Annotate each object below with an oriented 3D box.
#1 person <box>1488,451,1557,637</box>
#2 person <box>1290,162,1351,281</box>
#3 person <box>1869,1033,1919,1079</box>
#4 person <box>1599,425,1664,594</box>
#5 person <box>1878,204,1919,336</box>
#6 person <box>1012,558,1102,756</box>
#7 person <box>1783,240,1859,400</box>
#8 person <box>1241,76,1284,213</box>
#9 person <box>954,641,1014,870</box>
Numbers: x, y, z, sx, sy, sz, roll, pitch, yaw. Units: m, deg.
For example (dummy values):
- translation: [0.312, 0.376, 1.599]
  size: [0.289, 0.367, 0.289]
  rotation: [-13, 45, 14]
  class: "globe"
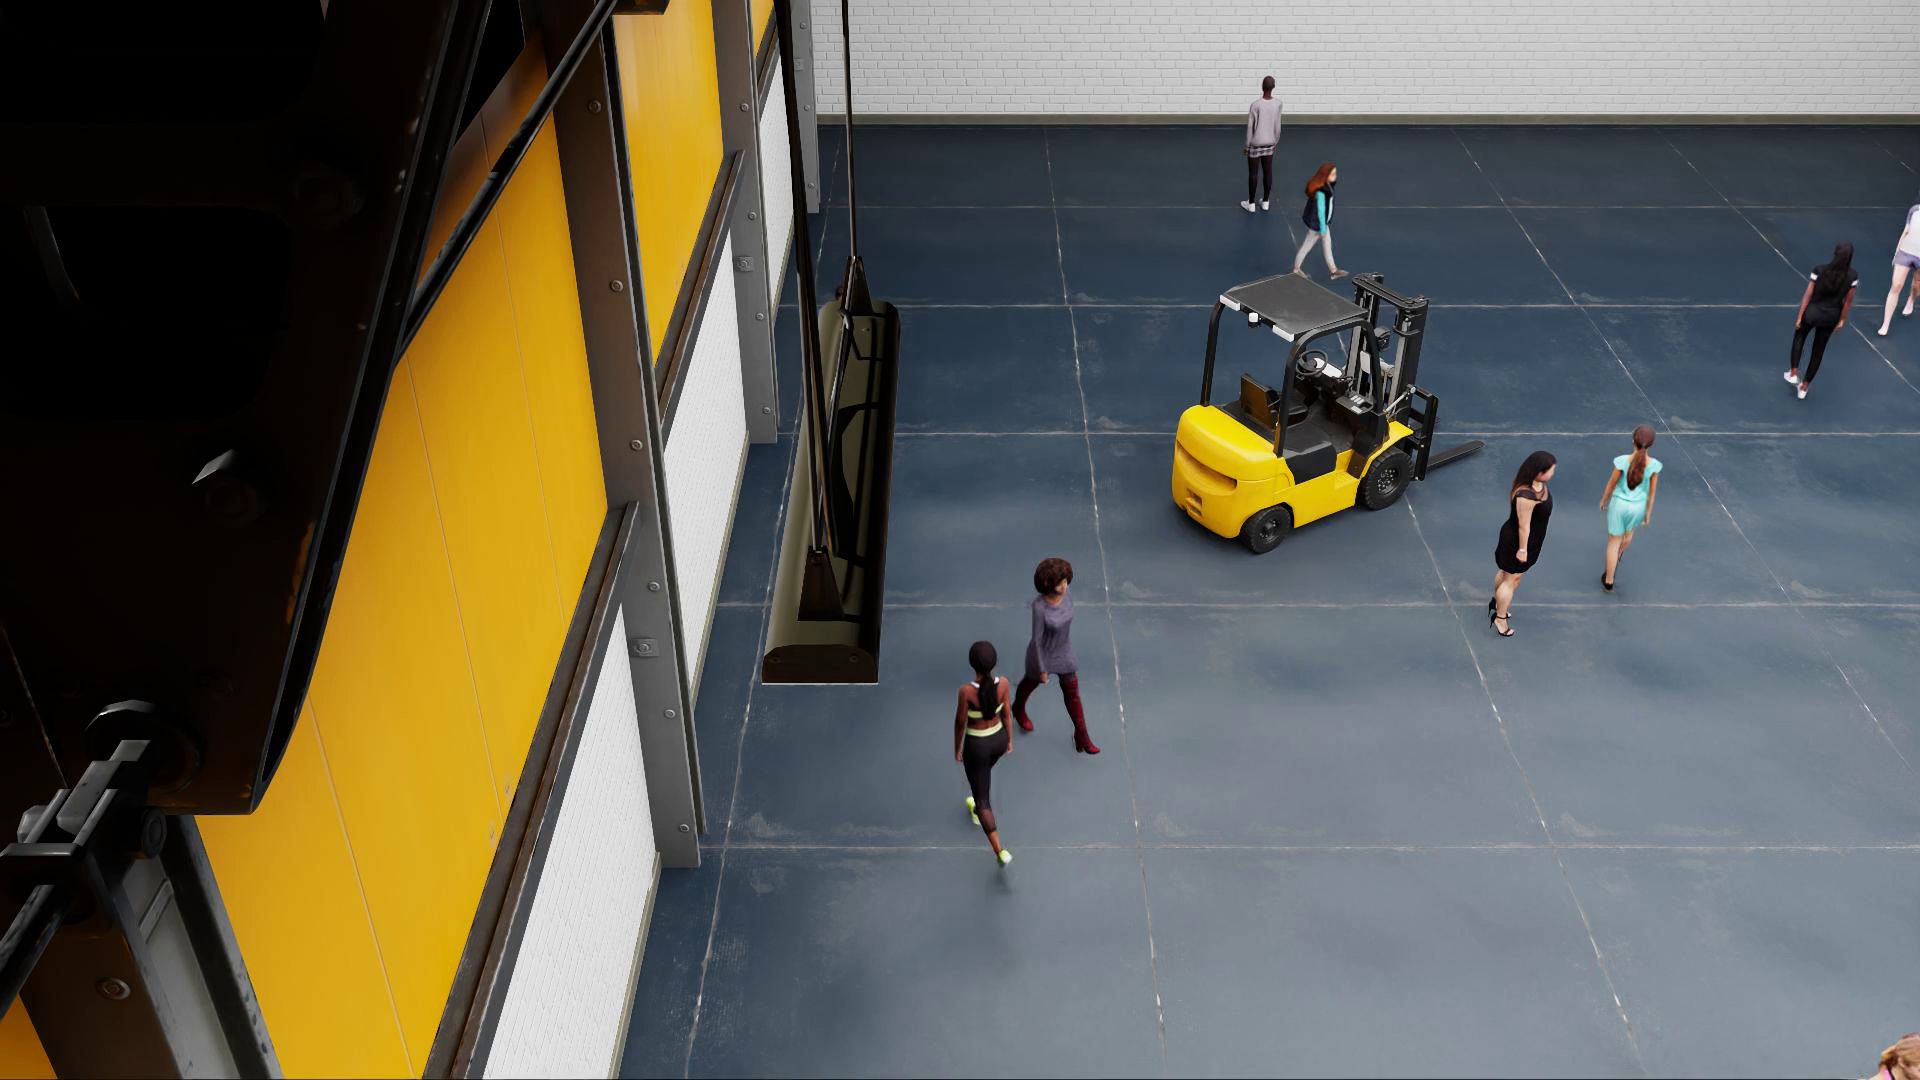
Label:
- translation: [4.648, 0.006, 13.840]
  size: [0.764, 1.714, 0.619]
  rotation: [8, 34, 12]
  class: "person"
- translation: [4.179, -3.765, 19.738]
  size: [0.880, 1.465, 0.954]
  rotation: [14, 36, 20]
  class: "person"
- translation: [4.804, 3.211, 8.970]
  size: [0.876, 1.767, 1.055]
  rotation: [-14, 36, -21]
  class: "person"
- translation: [5.772, -0.242, 14.376]
  size: [0.720, 1.533, 0.988]
  rotation: [9, 35, 13]
  class: "person"
- translation: [10.734, -3.202, 18.647]
  size: [0.972, 1.735, 1.157]
  rotation: [19, 38, 26]
  class: "person"
- translation: [0.608, 0.838, 12.626]
  size: [1.046, 1.672, 1.146]
  rotation: [-26, 42, -34]
  class: "person"
- translation: [8.936, -2.261, 17.251]
  size: [0.747, 1.714, 0.820]
  rotation: [12, 36, 18]
  class: "person"
- translation: [3.908, -5.131, 21.515]
  size: [0.678, 1.772, 0.628]
  rotation: [-10, 35, -14]
  class: "person"
- translation: [0.198, 1.518, 11.561]
  size: [0.857, 1.718, 1.187]
  rotation: [-13, 36, -18]
  class: "person"
